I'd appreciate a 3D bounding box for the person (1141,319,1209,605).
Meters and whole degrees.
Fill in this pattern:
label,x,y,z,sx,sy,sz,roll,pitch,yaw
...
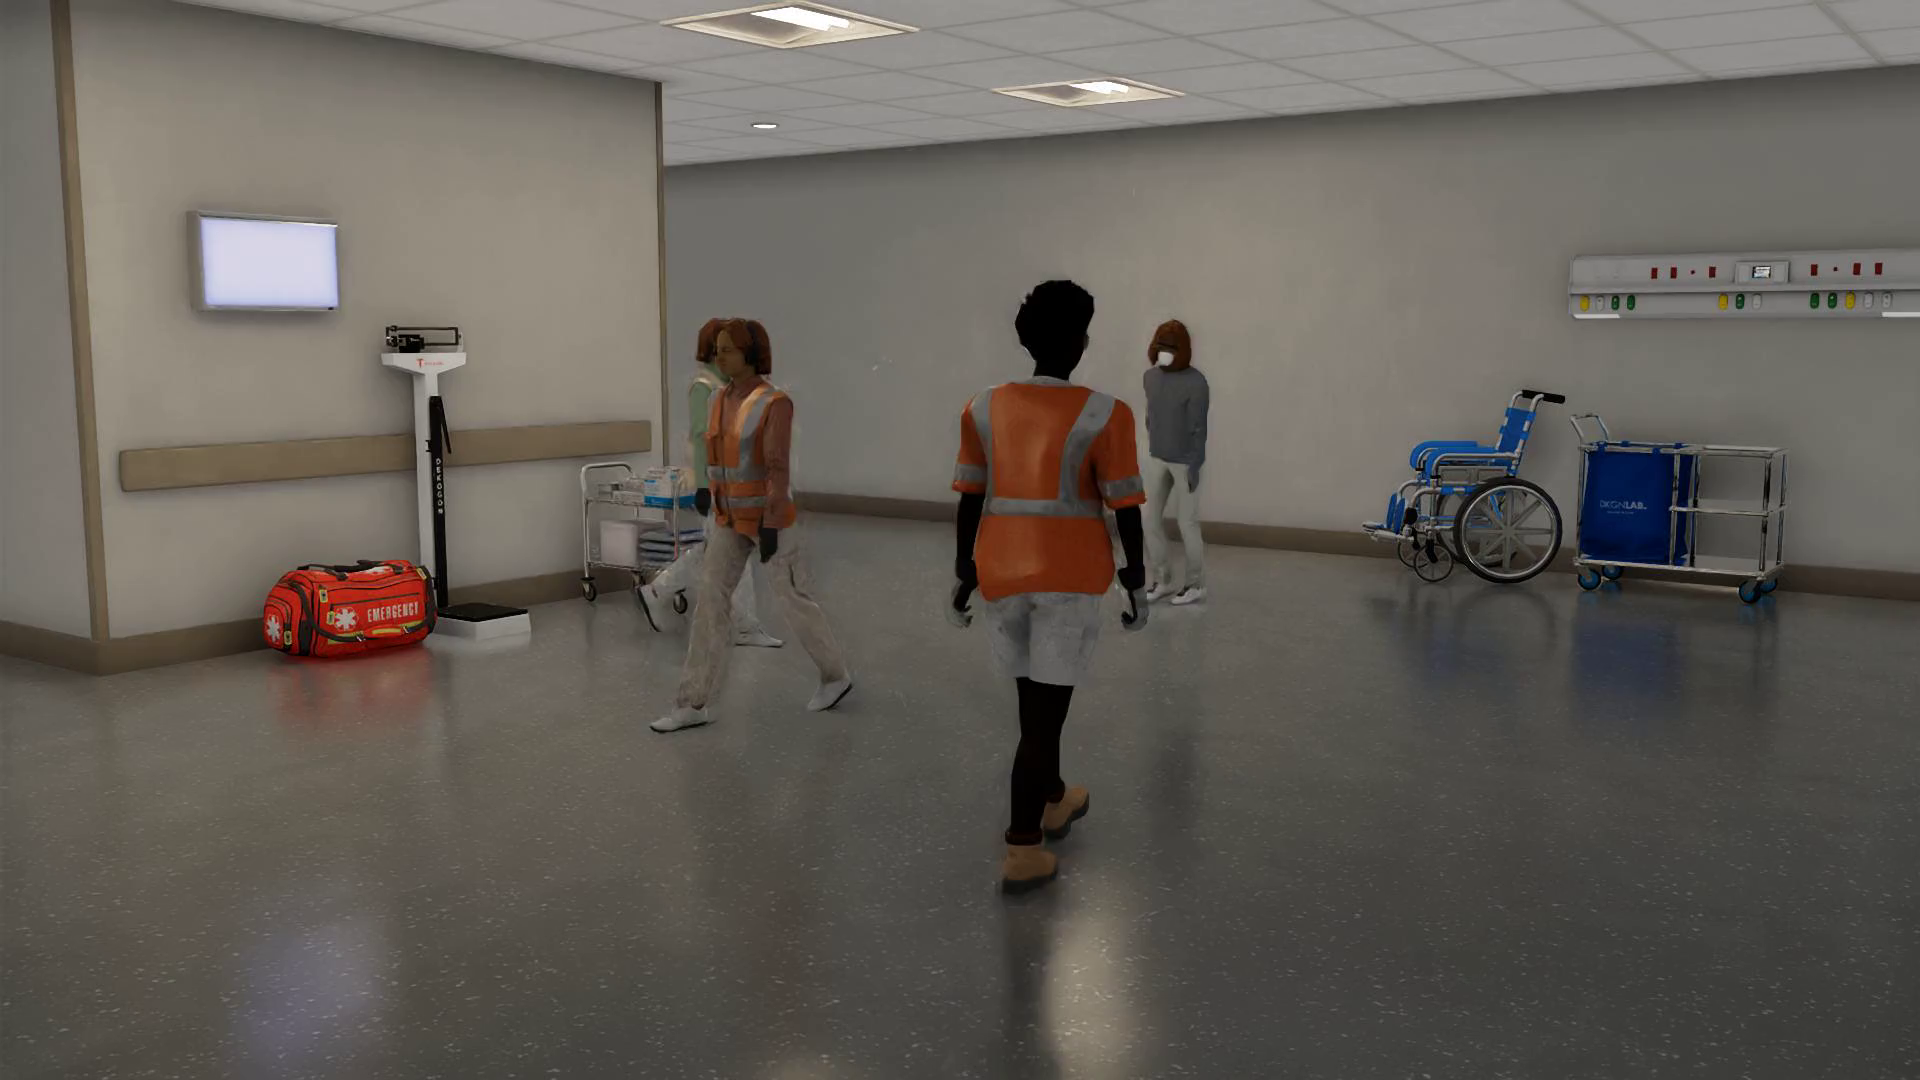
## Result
label,x,y,z,sx,sy,sz,roll,pitch,yaw
person,1.215,-0.418,9.228,0.494,1.595,0.519,-6,10,-42

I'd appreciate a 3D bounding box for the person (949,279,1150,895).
label,x,y,z,sx,sy,sz,roll,pitch,yaw
person,0.304,0.108,4.730,0.554,1.663,0.796,4,8,31

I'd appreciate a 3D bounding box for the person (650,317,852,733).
label,x,y,z,sx,sy,sz,roll,pitch,yaw
person,-0.789,-0.074,6.531,0.529,1.594,0.885,7,10,44

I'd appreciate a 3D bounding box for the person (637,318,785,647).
label,x,y,z,sx,sy,sz,roll,pitch,yaw
person,-1.238,-0.281,8.131,0.739,1.609,0.531,1,7,8
